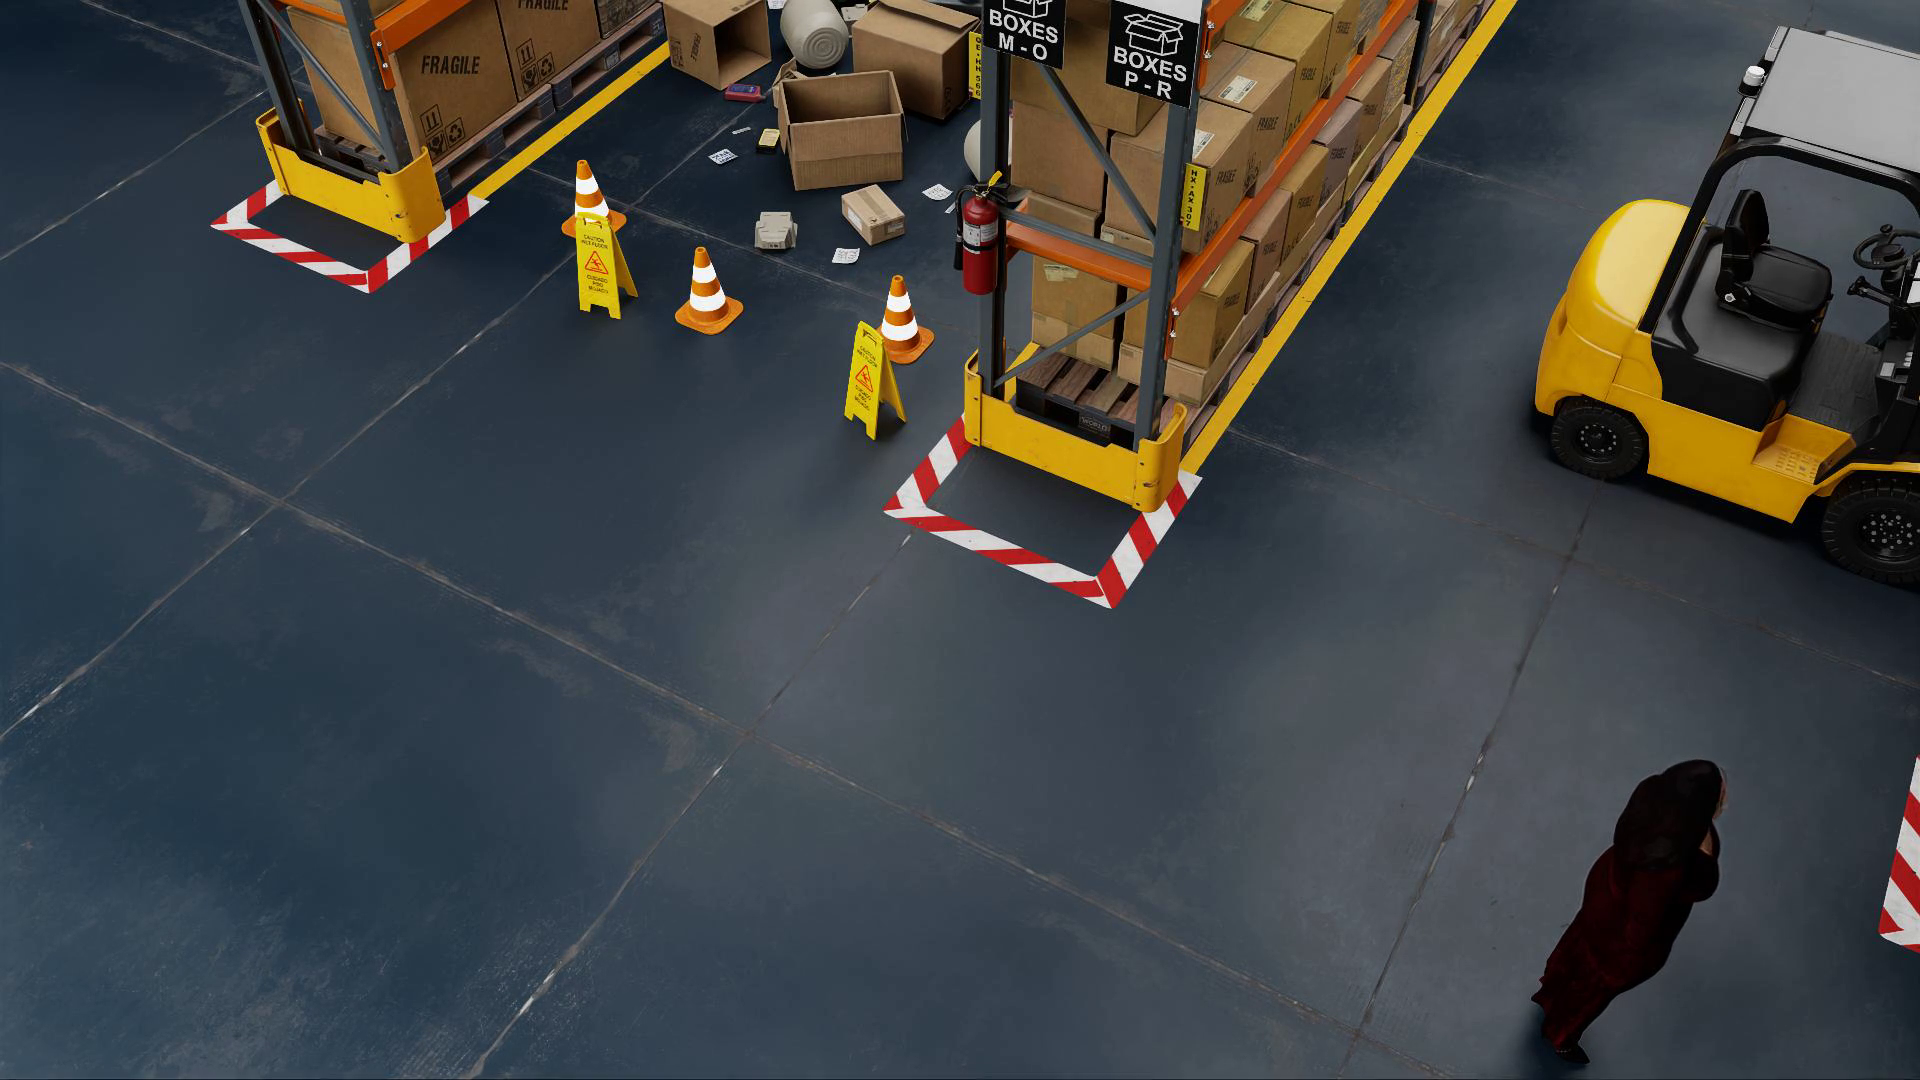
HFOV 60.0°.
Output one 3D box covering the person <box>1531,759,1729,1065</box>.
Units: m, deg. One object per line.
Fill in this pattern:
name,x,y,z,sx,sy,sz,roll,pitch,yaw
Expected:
person,2.456,1.351,6.124,0.777,1.759,0.610,13,49,12
